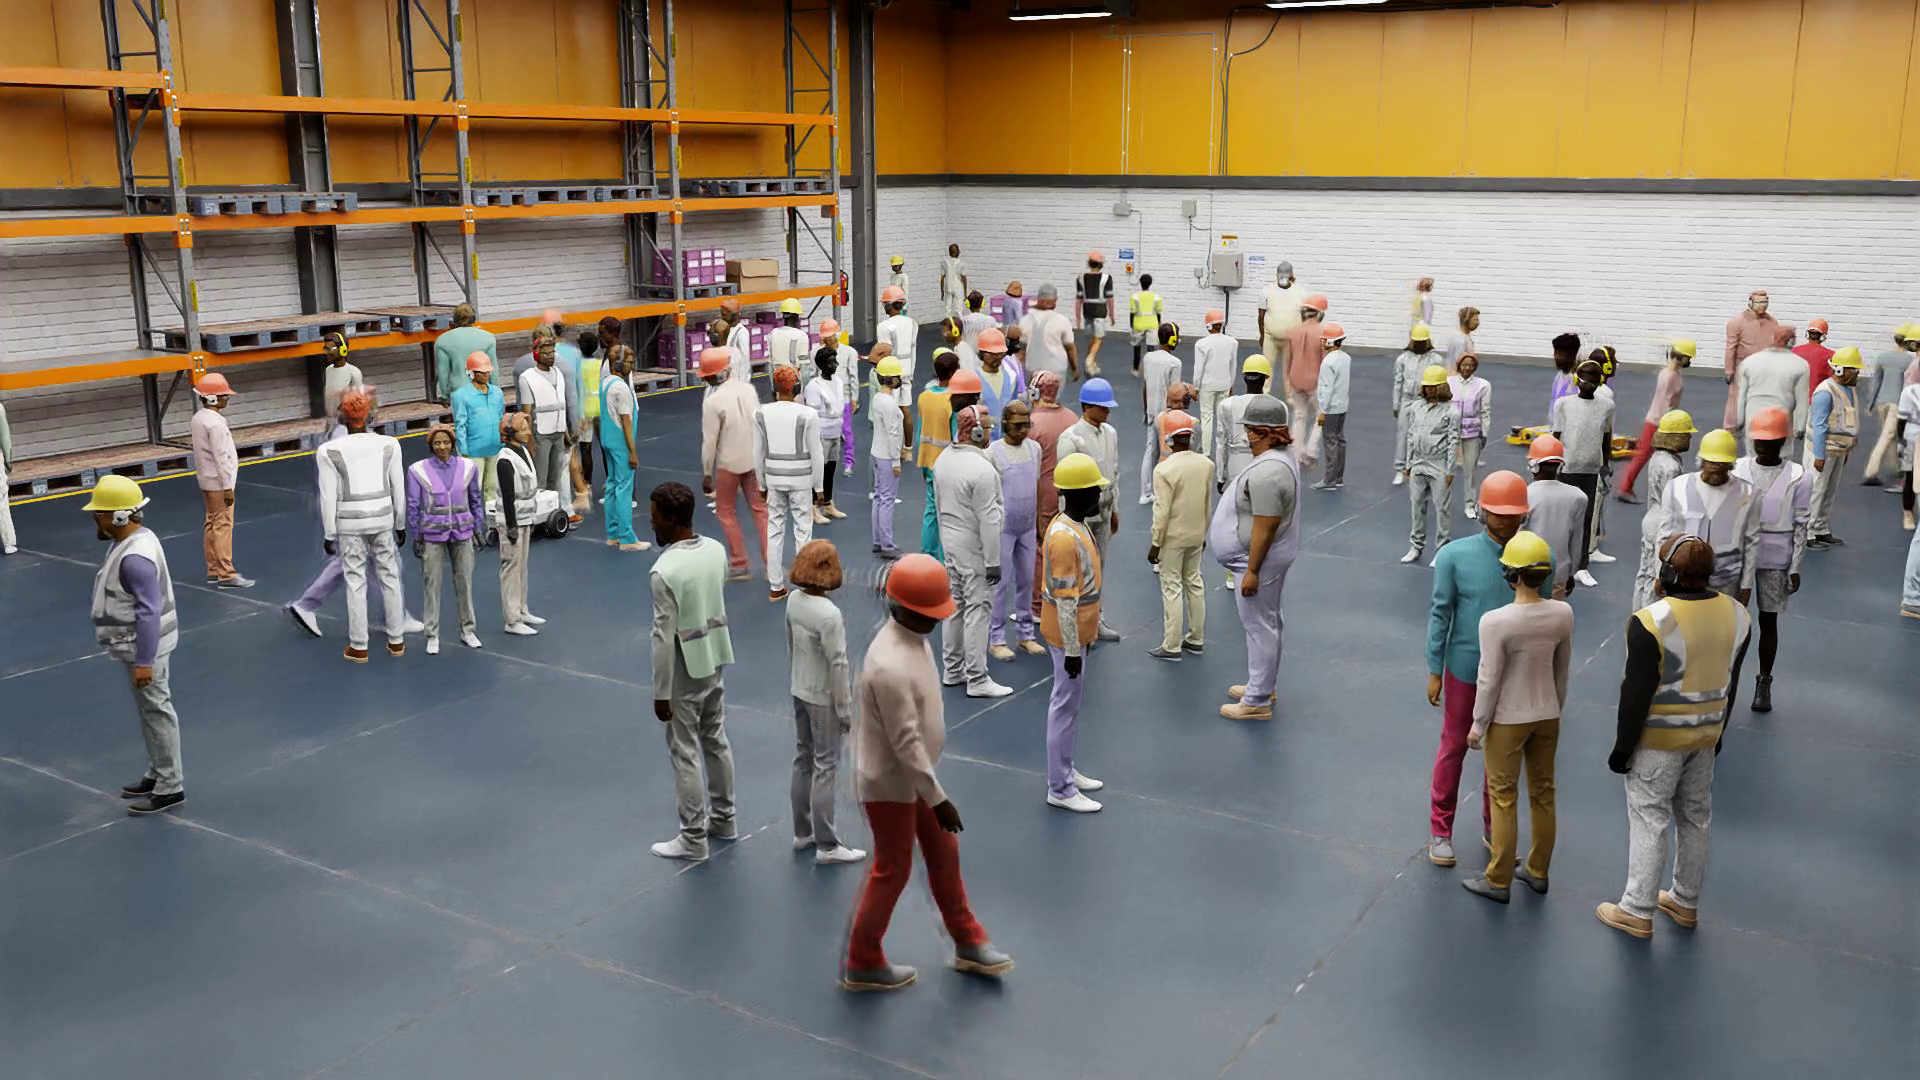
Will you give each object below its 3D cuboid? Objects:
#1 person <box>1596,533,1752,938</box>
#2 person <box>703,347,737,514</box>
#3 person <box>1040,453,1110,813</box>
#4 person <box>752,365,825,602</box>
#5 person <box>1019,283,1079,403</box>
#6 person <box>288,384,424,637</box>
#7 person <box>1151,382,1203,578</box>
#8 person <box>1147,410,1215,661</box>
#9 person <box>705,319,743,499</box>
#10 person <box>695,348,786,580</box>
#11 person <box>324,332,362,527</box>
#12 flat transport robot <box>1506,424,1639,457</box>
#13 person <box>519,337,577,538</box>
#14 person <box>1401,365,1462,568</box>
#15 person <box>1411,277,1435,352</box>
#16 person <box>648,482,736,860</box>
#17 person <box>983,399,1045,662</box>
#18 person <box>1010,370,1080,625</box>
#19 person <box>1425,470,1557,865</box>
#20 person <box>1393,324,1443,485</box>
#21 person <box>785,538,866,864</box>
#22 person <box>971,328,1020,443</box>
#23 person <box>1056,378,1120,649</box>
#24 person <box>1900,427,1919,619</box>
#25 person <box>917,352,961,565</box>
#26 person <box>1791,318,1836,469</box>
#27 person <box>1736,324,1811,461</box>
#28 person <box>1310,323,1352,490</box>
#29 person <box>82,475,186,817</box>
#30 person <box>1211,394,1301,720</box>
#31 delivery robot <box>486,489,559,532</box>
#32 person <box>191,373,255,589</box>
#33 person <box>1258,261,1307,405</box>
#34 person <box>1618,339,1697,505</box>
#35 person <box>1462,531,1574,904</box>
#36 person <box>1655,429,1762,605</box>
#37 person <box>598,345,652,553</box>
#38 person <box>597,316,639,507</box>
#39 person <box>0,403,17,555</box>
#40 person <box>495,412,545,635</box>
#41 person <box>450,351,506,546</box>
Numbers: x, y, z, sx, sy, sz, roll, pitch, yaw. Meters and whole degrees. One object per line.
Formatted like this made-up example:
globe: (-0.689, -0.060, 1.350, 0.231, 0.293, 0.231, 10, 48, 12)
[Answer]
person: (3.171, 0.875, 7.450, 0.624, 1.844, 0.429, -5, 14, -21)
person: (-2.355, -1.079, 16.364, 0.315, 1.641, 0.514, -3, 13, -13)
person: (0.611, 0.487, 8.935, 0.354, 1.930, 0.587, 2, 13, 7)
person: (-1.329, -0.430, 13.020, 0.576, 1.882, 0.355, 4, 13, 16)
person: (1.077, -2.092, 19.882, 0.683, 2.000, 0.987, 9, 16, 35)
person: (-4.430, -0.199, 12.081, 0.918, 1.869, 0.650, -6, 14, -25)
person: (1.807, -0.498, 13.851, 0.309, 1.636, 0.522, -11, 17, -40)
person: (1.512, -0.036, 11.594, 0.571, 1.747, 0.338, -11, 17, -39)
person: (-2.429, -1.336, 17.028, 0.346, 1.846, 0.505, 6, 14, 23)
person: (-1.799, -0.610, 13.679, 0.594, 1.944, 0.693, 10, 16, 37)
person: (-5.779, -1.013, 15.573, 0.510, 1.872, 0.328, 8, 15, 31)
flat transport robot: (7.309, -1.187, 19.834, 0.652, 0.197, 1.431, -8, 15, -30)
person: (-3.834, -0.960, 15.397, 0.376, 1.844, 0.572, 6, 14, 24)
person: (4.020, -0.630, 14.218, 0.329, 1.734, 0.481, -11, 17, -39)
person: (7.209, -3.303, 26.048, 0.409, 1.627, 0.529, -2, 13, -8)
person: (-1.332, 0.652, 8.272, 0.387, 1.910, 0.593, 5, 14, 22)
person: (0.372, -0.071, 11.568, 0.511, 1.837, 0.351, -9, 16, -34)
person: (0.615, -0.318, 12.483, 0.409, 1.908, 0.639, 11, 17, 40)
person: (2.598, 0.634, 8.156, 0.623, 1.992, 0.396, 0, 13, -2)
person: (4.869, -1.434, 17.707, 0.484, 1.734, 0.341, 3, 13, 11)
person: (-0.689, 0.793, 8.253, 0.280, 1.635, 0.501, -9, 15, -33)
person: (0.270, -0.802, 14.282, 0.615, 2.041, 0.388, -8, 15, -31)
person: (0.928, -0.192, 11.863, 0.416, 1.940, 0.608, 12, 17, 41)
person: (7.426, -0.397, 12.619, 0.375, 1.995, 0.625, 8, 15, 32)
person: (-0.137, -0.572, 13.548, 0.370, 1.920, 0.597, -9, 16, -35)
person: (9.288, -1.555, 18.214, 0.575, 1.739, 0.350, 9, 16, 35)
person: (7.858, -1.148, 16.132, 0.684, 1.885, 0.511, 12, 18, 43)
person: (3.905, -1.408, 17.540, 0.338, 1.752, 0.564, 9, 16, 34)
person: (-4.380, 0.554, 8.857, 0.404, 1.833, 0.591, -7, 15, -28)
person: (1.833, 0.096, 10.387, 0.538, 2.000, 0.683, 4, 14, 18)
delivery robot: (-3.981, -0.295, 15.134, 0.477, 0.478, 0.707, 6, 14, 24)
person: (-6.018, -0.486, 13.544, 0.341, 1.749, 0.572, -10, 17, -38)
person: (4.551, -2.915, 23.452, 0.682, 2.000, 0.536, 1, 13, 3)
person: (7.043, -1.154, 16.546, 0.900, 1.696, 0.534, 11, 17, 39)
person: (2.609, 0.831, 7.802, 0.526, 1.769, 0.329, -5, 14, -21)
person: (4.654, 0.205, 10.398, 0.595, 1.824, 0.403, 6, 14, 23)
person: (-3.006, -0.809, 14.761, 0.344, 1.839, 0.504, -9, 16, -35)
person: (-3.410, -1.258, 16.577, 0.390, 1.899, 0.588, -5, 14, -22)
person: (-8.543, -0.649, 14.502, 0.516, 1.641, 0.308, -10, 16, -36)
person: (-3.258, -0.130, 12.244, 0.314, 1.641, 0.515, 0, 13, 0)
person: (-4.312, -0.836, 15.062, 0.327, 1.752, 0.563, 8, 15, 31)
